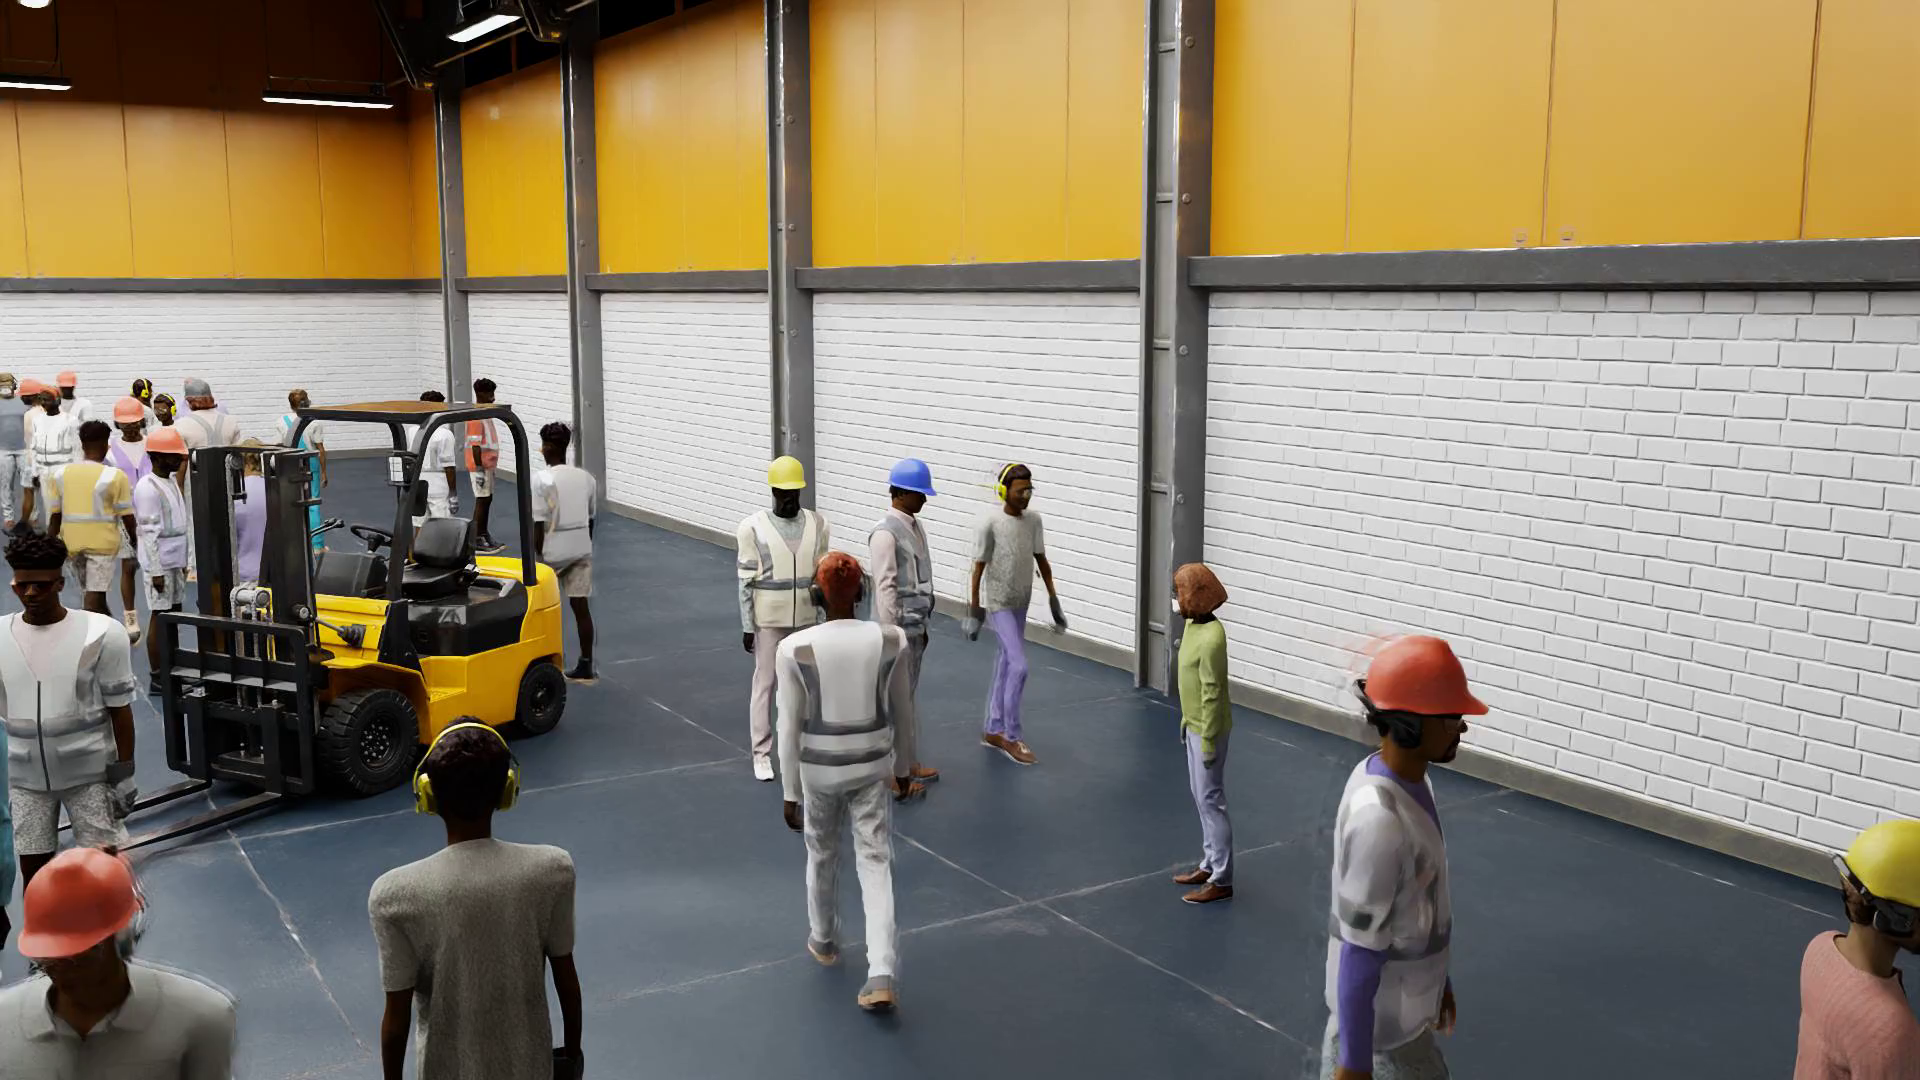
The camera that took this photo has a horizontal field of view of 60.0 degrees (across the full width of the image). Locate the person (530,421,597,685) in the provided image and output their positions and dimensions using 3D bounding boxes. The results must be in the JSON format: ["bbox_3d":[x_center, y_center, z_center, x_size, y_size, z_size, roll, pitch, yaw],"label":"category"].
[{"bbox_3d":[-3.035,0.090,12.332,0.892,1.932,0.640,7,11,39],"label":"person"}]

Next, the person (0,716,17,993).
[{"bbox_3d":[-3.329,1.129,5.348,0.605,1.939,0.415,2,9,10],"label":"person"}]

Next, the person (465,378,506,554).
[{"bbox_3d":[-5.286,-0.823,18.449,0.376,1.954,0.615,-1,8,-6],"label":"person"}]

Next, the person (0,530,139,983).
[{"bbox_3d":[-3.620,0.923,6.673,0.607,1.955,0.380,-2,9,-12],"label":"person"}]

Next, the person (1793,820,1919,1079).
[{"bbox_3d":[1.992,1.467,3.684,0.343,1.755,0.531,2,9,12],"label":"person"}]

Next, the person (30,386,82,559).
[{"bbox_3d":[-9.825,-0.733,18.080,0.575,1.882,0.355,1,9,8],"label":"person"}]

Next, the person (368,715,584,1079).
[{"bbox_3d":[-1.170,1.349,4.076,0.521,1.874,0.327,-4,10,-28],"label":"person"}]

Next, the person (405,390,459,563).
[{"bbox_3d":[-5.090,-0.468,16.056,0.603,1.957,0.385,4,9,24],"label":"person"}]

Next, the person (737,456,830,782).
[{"bbox_3d":[-1.027,0.458,9.897,0.589,1.927,0.386,-5,10,-29],"label":"person"}]

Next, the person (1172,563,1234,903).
[{"bbox_3d":[1.147,0.910,7.891,0.309,1.624,0.497,0,8,-1],"label":"person"}]

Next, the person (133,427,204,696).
[{"bbox_3d":[-5.676,0.154,11.939,0.387,1.930,0.544,-1,8,-6],"label":"person"}]

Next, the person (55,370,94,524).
[{"bbox_3d":[-11.135,-1.156,20.787,0.575,1.921,0.405,-3,9,-20],"label":"person"}]

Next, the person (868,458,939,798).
[{"bbox_3d":[-0.325,0.493,9.614,0.395,1.941,0.601,2,9,14],"label":"person"}]

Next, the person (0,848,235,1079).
[{"bbox_3d":[-1.851,1.481,3.652,0.568,1.732,0.628,-1,9,-9],"label":"person"}]

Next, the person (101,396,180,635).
[{"bbox_3d":[-6.882,-0.190,13.943,0.615,2.029,0.409,-5,10,-31],"label":"person"}]

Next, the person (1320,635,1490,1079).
[{"bbox_3d":[1.158,1.230,4.503,1.047,1.996,0.624,2,9,15],"label":"person"}]

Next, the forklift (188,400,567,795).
[{"bbox_3d":[-3.529,0.258,10.348,1.214,2.155,2.313,4,9,25],"label":"forklift"}]

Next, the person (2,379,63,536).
[{"bbox_3d":[-10.850,-0.964,19.646,0.967,1.887,0.546,2,9,12],"label":"person"}]

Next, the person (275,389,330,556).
[{"bbox_3d":[-7.198,-0.732,18.203,0.516,1.841,0.325,-1,8,-6],"label":"person"}]

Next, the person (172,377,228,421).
[{"bbox_3d":[-9.121,-1.018,20.021,0.649,1.878,0.469,-1,8,-4],"label":"person"}]

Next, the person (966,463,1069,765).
[{"bbox_3d":[0.381,0.444,10.264,0.712,1.841,0.540,8,12,44],"label":"person"}]

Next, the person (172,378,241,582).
[{"bbox_3d":[-7.590,-0.603,16.668,0.538,2.000,0.684,6,10,34],"label":"person"}]

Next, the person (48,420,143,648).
[{"bbox_3d":[-6.576,0.039,12.770,0.617,1.909,0.970,2,9,11],"label":"person"}]

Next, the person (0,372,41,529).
[{"bbox_3d":[-11.547,-1.079,20.278,0.636,1.928,0.383,-5,10,-29],"label":"person"}]

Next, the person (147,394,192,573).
[{"bbox_3d":[-8.067,-0.568,17.050,0.510,1.861,0.324,1,8,4],"label":"person"}]

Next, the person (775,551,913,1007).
[{"bbox_3d":[-0.460,0.960,6.837,0.585,1.846,0.970,-2,9,-15],"label":"person"}]
